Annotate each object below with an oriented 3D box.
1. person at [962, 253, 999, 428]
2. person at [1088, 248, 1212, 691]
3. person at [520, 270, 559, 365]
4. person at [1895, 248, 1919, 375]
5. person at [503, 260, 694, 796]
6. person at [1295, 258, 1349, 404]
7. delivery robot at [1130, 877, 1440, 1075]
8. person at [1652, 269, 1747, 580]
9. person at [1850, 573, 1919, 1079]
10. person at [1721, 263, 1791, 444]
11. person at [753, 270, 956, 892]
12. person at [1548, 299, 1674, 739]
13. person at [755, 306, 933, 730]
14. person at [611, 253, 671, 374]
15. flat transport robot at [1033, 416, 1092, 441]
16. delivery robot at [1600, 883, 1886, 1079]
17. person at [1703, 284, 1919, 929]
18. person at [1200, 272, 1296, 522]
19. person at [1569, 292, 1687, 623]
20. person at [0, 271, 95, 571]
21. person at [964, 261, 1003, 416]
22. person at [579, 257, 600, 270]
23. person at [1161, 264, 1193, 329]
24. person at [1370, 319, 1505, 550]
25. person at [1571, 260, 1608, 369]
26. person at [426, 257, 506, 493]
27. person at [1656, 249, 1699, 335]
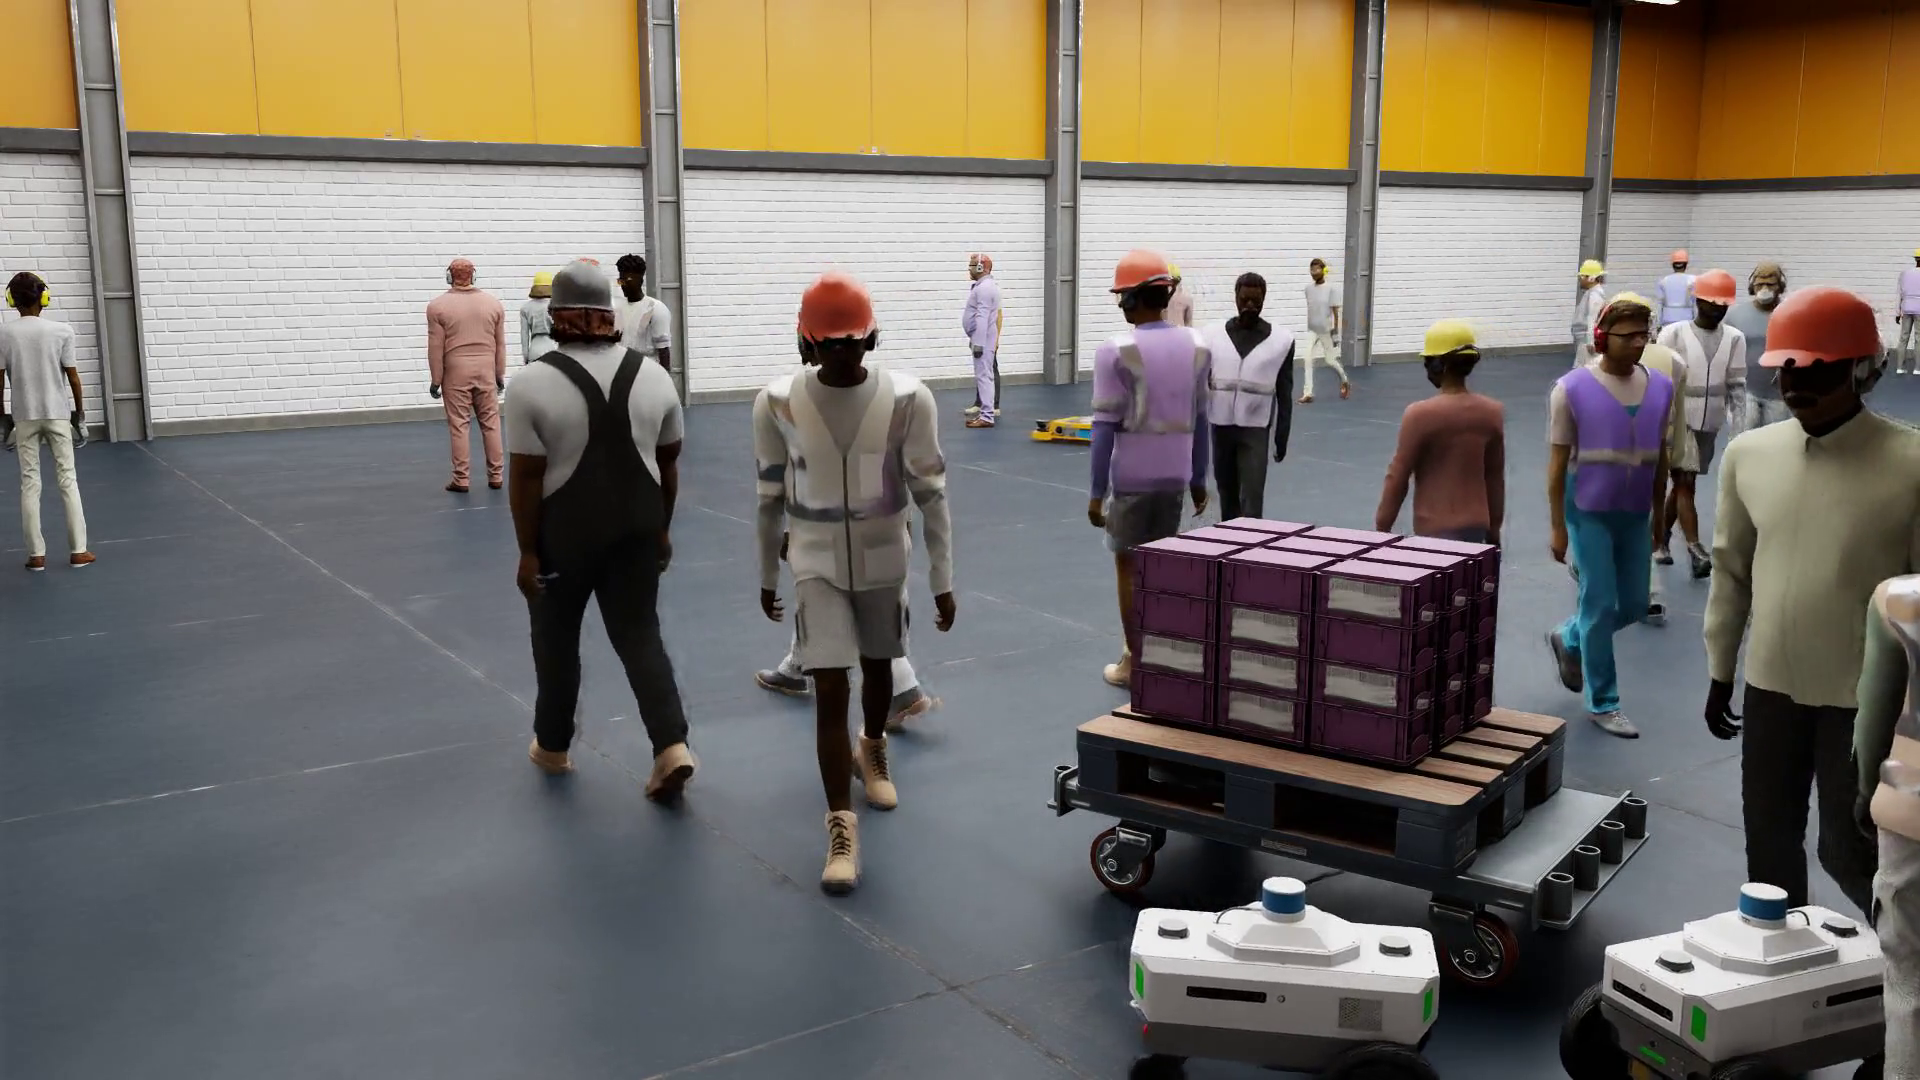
[{"bbox_3d":[0.225,-2.184,18.249,0.401,1.901,0.647,1,10,4],"label":"person"},{"bbox_3d":[0.854,-0.287,7.475,0.619,2.026,0.528,-6,12,-29],"label":"person"},{"bbox_3d":[-4.177,-1.846,16.807,0.492,1.742,0.320,2,10,10],"label":"person"},{"bbox_3d":[14.429,-3.448,25.101,0.383,1.922,0.587,-6,12,-32],"label":"person"},{"bbox_3d":[-1.335,-0.060,6.204,0.693,2.000,0.962,-7,13,-35],"label":"person"},{"bbox_3d":[4.599,-2.640,20.955,0.527,1.832,0.883,10,14,43],"label":"person"},{"bbox_3d":[0.761,1.046,3.956,0.707,0.478,0.477,2,11,11],"label":"delivery robot"},{"bbox_3d":[4.545,-0.710,10.218,0.562,1.870,1.024,-1,10,-4],"label":"person"},{"bbox_3d":[2.206,0.628,3.613,0.509,1.612,0.552,7,13,35],"label":"person"},{"bbox_3d":[5.674,-0.999,11.762,0.643,1.883,0.996,4,11,22],"label":"person"},{"bbox_3d":[-0.358,0.079,5.644,0.654,1.981,1.073,-1,10,-4],"label":"person"},{"bbox_3d":[2.723,-0.112,7.081,0.577,1.820,0.644,-3,11,-16],"label":"person"},{"bbox_3d":[-0.501,-0.129,7.211,1.077,1.831,0.592,7,12,34],"label":"person"},{"bbox_3d":[-2.511,-1.262,13.053,0.619,1.953,0.396,8,13,36],"label":"person"},{"bbox_3d":[1.516,-1.098,16.749,1.431,0.197,0.652,7,12,32],"label":"flat transport robot"},{"bbox_3d":[1.877,1.053,3.920,0.707,0.478,0.477,-4,11,-22],"label":"delivery robot"},{"bbox_3d":[2.173,0.346,4.158,0.574,1.968,0.635,-6,12,-31],"label":"person"},{"bbox_3d":[1.713,-0.683,10.098,0.590,1.879,0.977,3,11,17],"label":"person"},{"bbox_3d":[3.661,-0.473,9.200,0.602,1.765,0.969,-3,11,-15],"label":"person"},{"bbox_3d":[-5.743,-0.738,10.407,0.508,1.865,0.329,-5,11,-24],"label":"person"},{"bbox_3d":[0.284,-2.349,19.293,0.326,1.841,0.516,-7,13,-35],"label":"person"},{"bbox_3d":[-3.423,-1.657,15.382,0.356,1.885,0.572,-3,11,-15],"label":"person"},{"bbox_3d":[2.425,-2.285,19.147,0.525,1.772,0.308,-3,11,-15],"label":"person"},{"bbox_3d":[1.976,-0.058,7.025,0.540,1.728,0.847,-6,12,-31],"label":"person"},{"bbox_3d":[7.437,-2.354,19.408,0.720,1.816,0.605,3,11,17],"label":"person"},{"bbox_3d":[-4.032,-1.343,13.600,0.643,1.910,0.400,-7,12,-33],"label":"person"},{"bbox_3d":[9.618,-2.944,22.349,0.553,1.922,0.724,8,13,36],"label":"person"}]
